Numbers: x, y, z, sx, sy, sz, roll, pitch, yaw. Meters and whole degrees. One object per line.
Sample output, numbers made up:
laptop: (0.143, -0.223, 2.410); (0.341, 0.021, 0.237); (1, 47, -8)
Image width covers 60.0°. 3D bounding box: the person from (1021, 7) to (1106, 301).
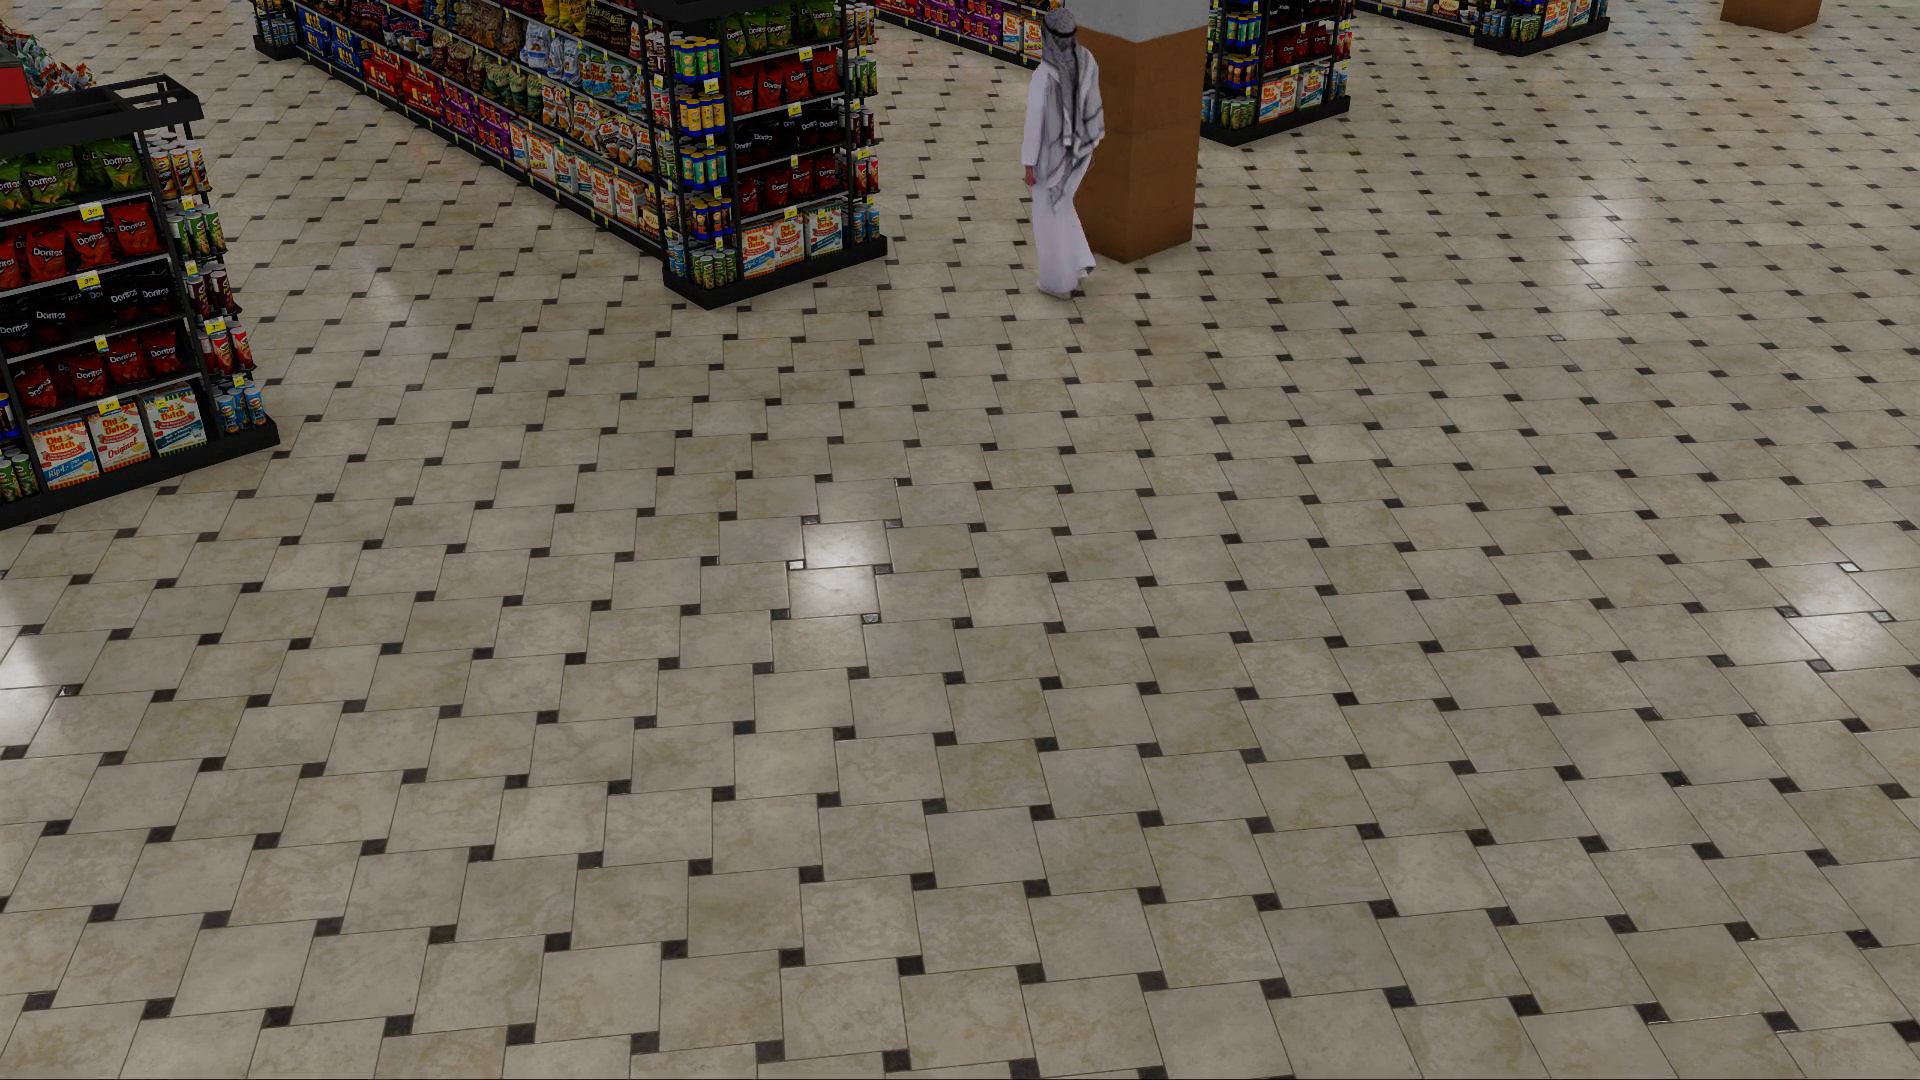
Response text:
person: (0.711, -2.436, 10.721); (0.716, 1.914, 0.770); (-21, 38, -30)
